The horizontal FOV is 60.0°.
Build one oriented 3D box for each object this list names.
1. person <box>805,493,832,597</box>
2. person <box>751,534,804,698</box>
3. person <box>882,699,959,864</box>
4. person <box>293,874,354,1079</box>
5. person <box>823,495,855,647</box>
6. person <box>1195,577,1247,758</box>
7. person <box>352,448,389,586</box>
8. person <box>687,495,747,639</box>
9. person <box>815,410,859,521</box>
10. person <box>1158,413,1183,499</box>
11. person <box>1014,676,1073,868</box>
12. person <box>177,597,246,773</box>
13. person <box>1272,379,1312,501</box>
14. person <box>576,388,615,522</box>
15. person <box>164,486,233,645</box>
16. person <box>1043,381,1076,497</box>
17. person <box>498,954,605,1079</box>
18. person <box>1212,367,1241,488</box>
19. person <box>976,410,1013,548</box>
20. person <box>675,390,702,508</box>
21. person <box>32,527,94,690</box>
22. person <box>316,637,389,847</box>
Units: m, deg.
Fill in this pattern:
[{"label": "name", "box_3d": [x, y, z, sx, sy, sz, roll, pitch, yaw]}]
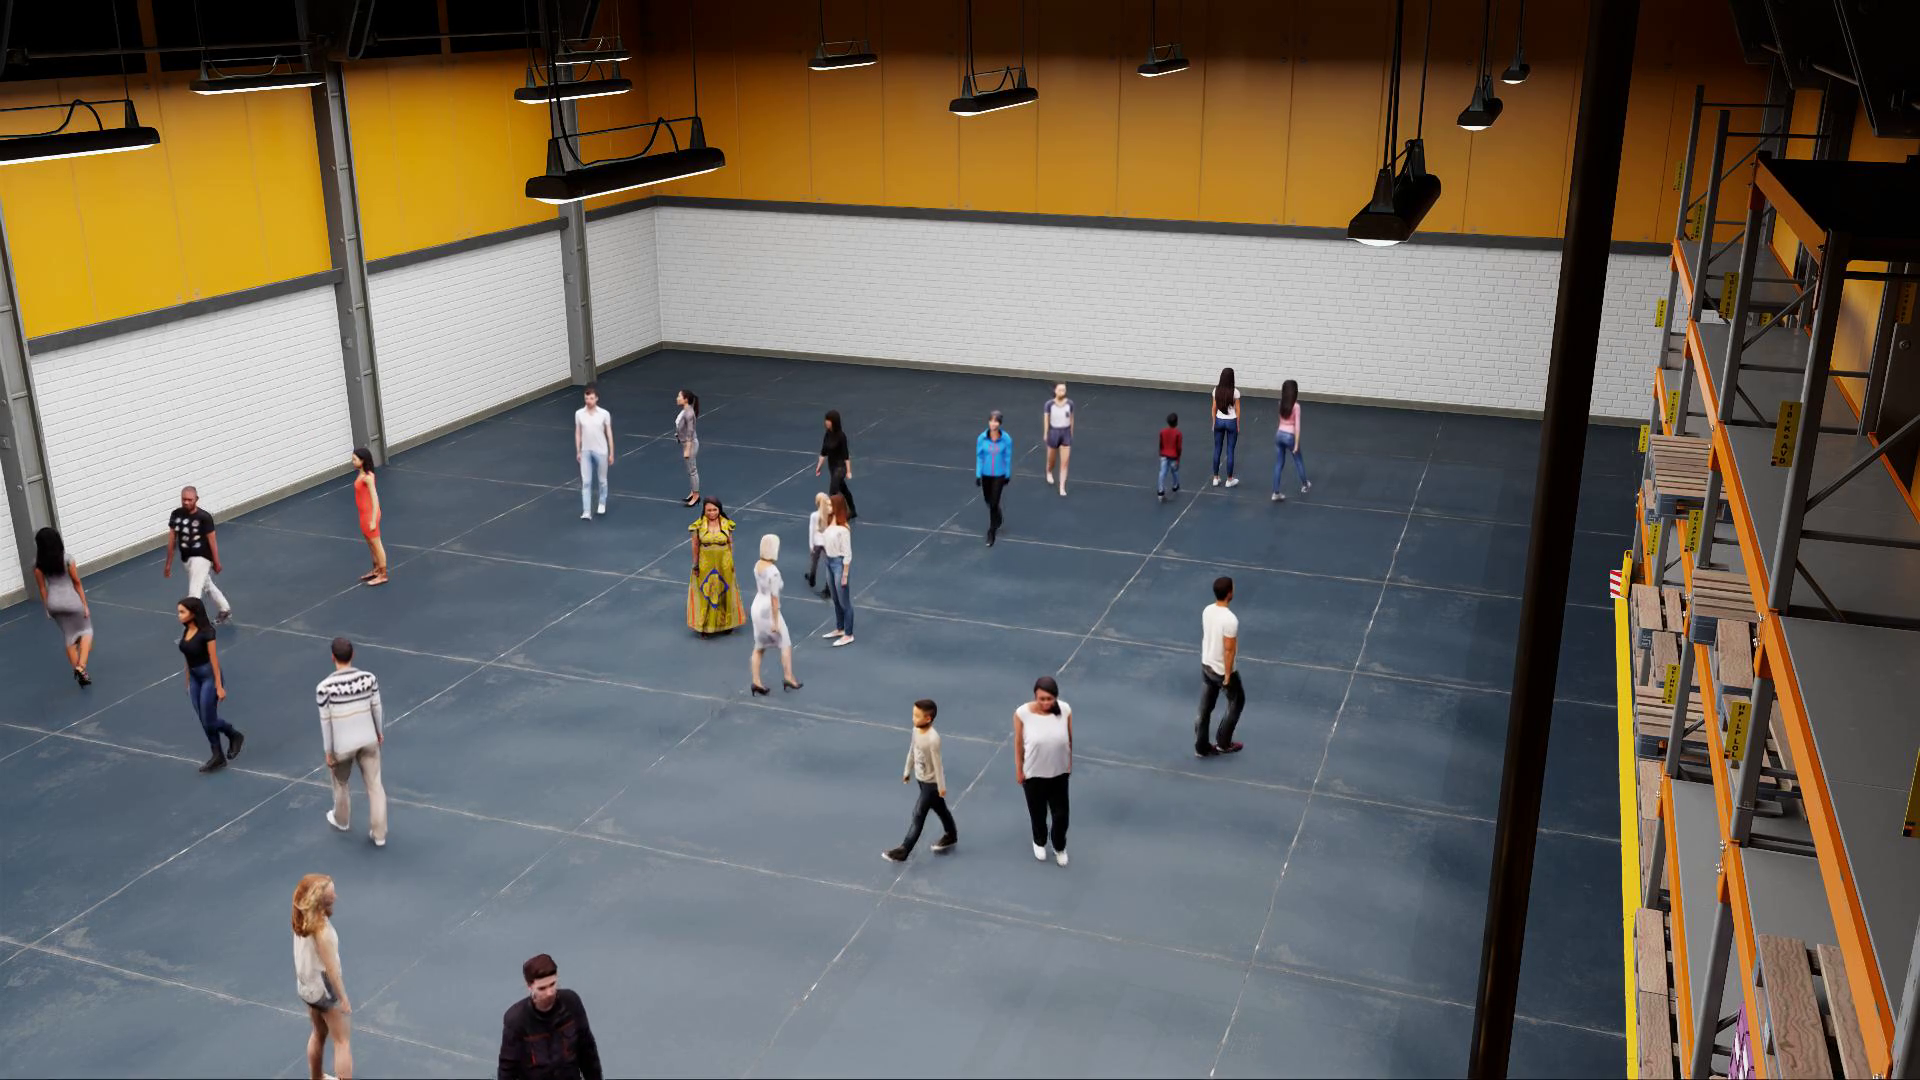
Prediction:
[{"label": "person", "box_3d": [-1.637, 0.069, 20.067, 0.816, 1.260, 0.886, -8, 20, -23]}, {"label": "person", "box_3d": [-2.058, 0.805, 17.147, 0.871, 1.729, 0.756, -18, 25, -42]}, {"label": "person", "box_3d": [-0.198, 2.016, 14.022, 1.033, 1.427, 0.961, -9, 21, -25]}, {"label": "person", "box_3d": [-4.135, 2.957, 10.743, 0.707, 1.738, 0.699, 16, 24, 39]}, {"label": "person", "box_3d": [-1.351, 0.318, 18.593, 0.690, 1.728, 0.648, -10, 21, -28]}, {"label": "person", "box_3d": [2.382, 1.233, 15.782, 0.872, 1.788, 0.818, -12, 22, -31]}, {"label": "person", "box_3d": [-7.252, -0.298, 20.437, 0.687, 1.719, 0.667, -13, 23, -34]}, {"label": "person", "box_3d": [-2.781, 0.282, 18.807, 0.997, 1.659, 1.047, -8, 20, -21]}, {"label": "person", "box_3d": [-1.601, -0.973, 22.629, 1.154, 1.598, 0.920, -16, 25, -40]}, {"label": "person", "box_3d": [2.984, -1.175, 23.821, 0.526, 1.222, 0.905, 8, 20, 23]}, {"label": "person", "box_3d": [0.714, 1.889, 14.012, 0.796, 1.675, 0.832, -3, 19, -7]}, {"label": "person", "box_3d": [-6.996, 1.329, 15.598, 0.649, 1.724, 0.744, 11, 22, 30]}, {"label": "person", "box_3d": [4.609, -1.409, 23.758, 1.127, 1.706, 0.867, -16, 25, -40]}, {"label": "person", "box_3d": [-5.037, -1.209, 22.994, 0.990, 1.813, 1.218, -1, 19, -4]}, {"label": "person", "box_3d": [-8.571, 0.240, 18.810, 0.737, 1.738, 1.284, 5, 19, 14]}, {"label": "person", "box_3d": [1.419, -1.495, 24.133, 0.864, 1.629, 1.046, -2, 19, -6]}, {"label": "person", "box_3d": [-2.441, 3.217, 9.709, 1.002, 1.905, 1.022, -15, 24, -38]}, {"label": "person", "box_3d": [3.900, -1.664, 24.405, 0.623, 1.775, 0.566, 10, 21, 28]}, {"label": "person", "box_3d": [0.458, -0.852, 22.003, 0.652, 1.770, 1.129, 6, 19, 16]}, {"label": "person", "box_3d": [-3.820, -1.310, 23.507, 0.784, 1.678, 0.693, -4, 19, -11]}, {"label": "person", "box_3d": [-9.306, 0.754, 17.244, 0.772, 1.764, 0.822, -2, 19, -5]}, {"label": "person", "box_3d": [-5.130, 1.764, 14.152, 1.088, 1.823, 1.080, -14, 23, -35]}]
